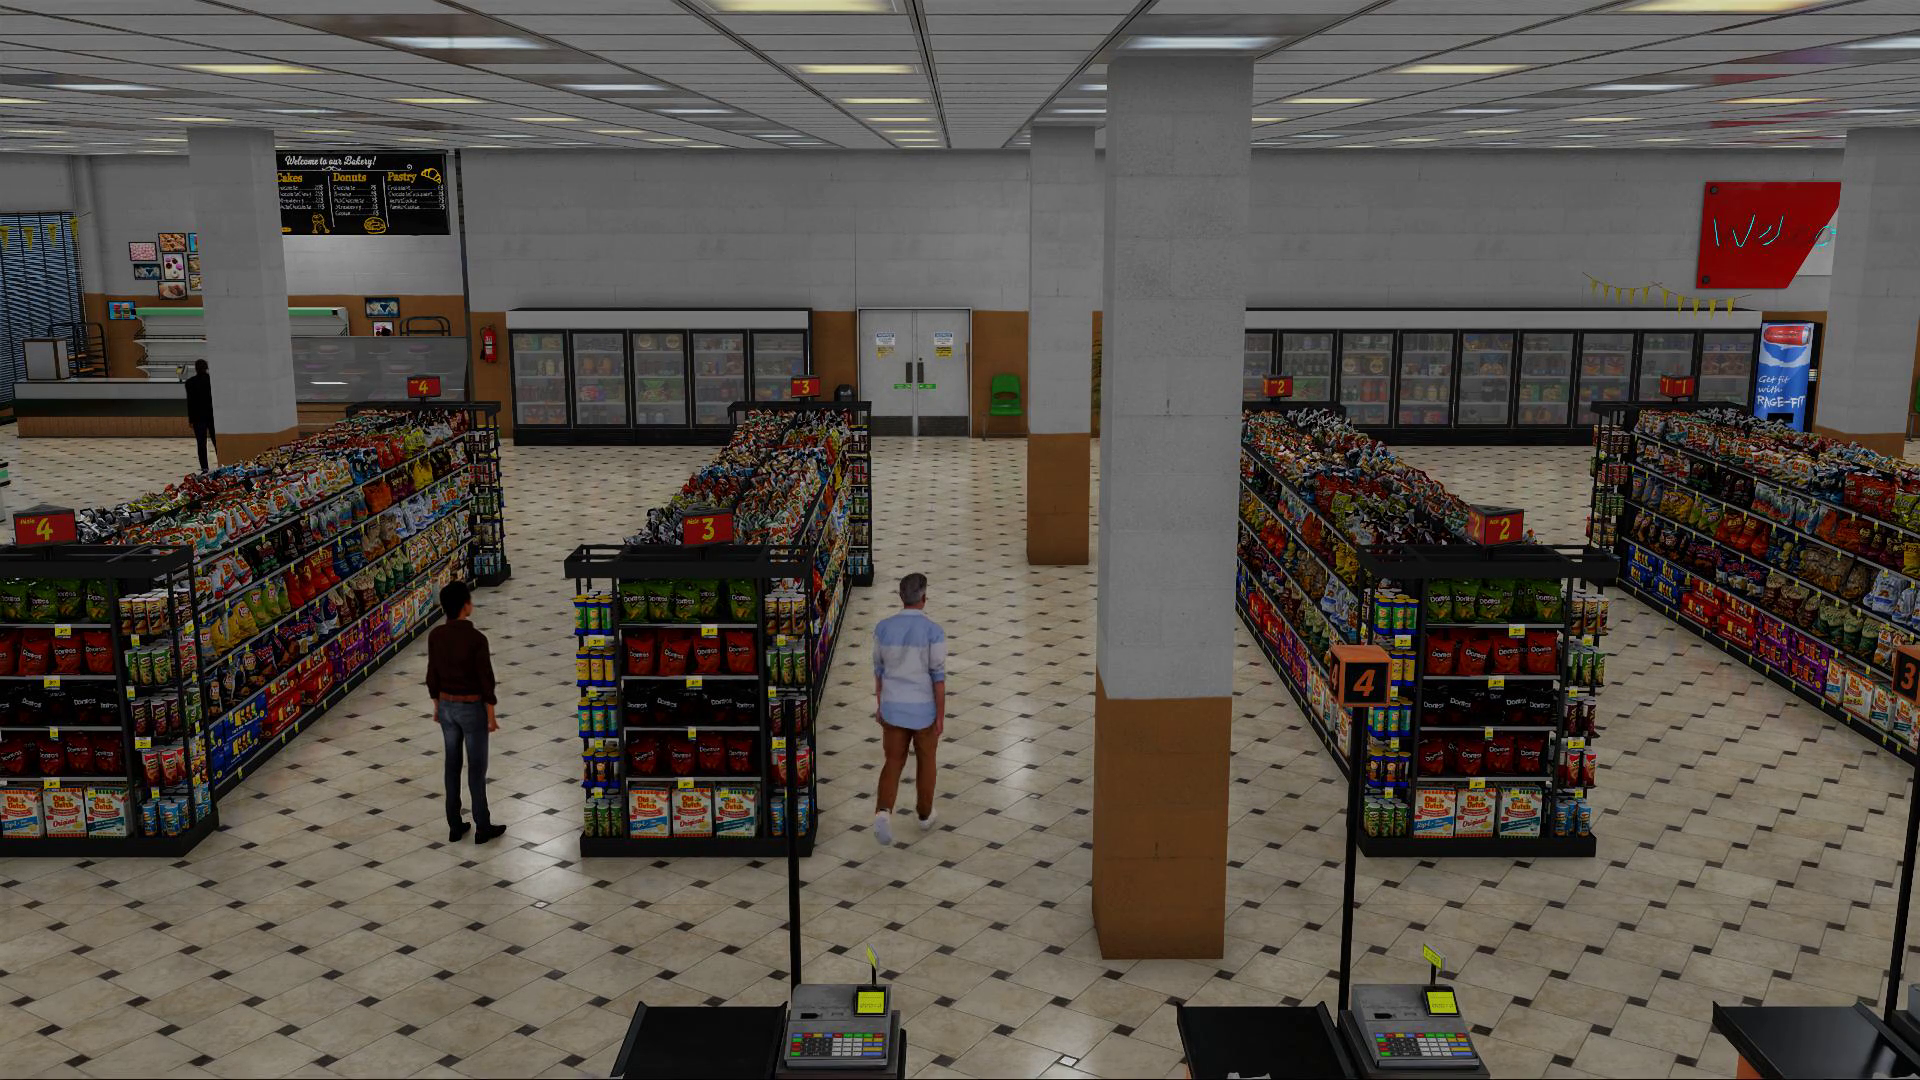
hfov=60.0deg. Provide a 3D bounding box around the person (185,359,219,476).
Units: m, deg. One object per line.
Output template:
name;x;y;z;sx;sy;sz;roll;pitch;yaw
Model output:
person;-11.428;-1.836;25.204;0.782;1.817;0.830;-11;16;-41

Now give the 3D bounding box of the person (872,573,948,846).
person;-0.364;1.146;11.084;0.849;1.800;1.126;3;12;15

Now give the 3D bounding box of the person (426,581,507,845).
person;-3.329;1.149;11.117;0.702;1.781;0.640;4;13;18
